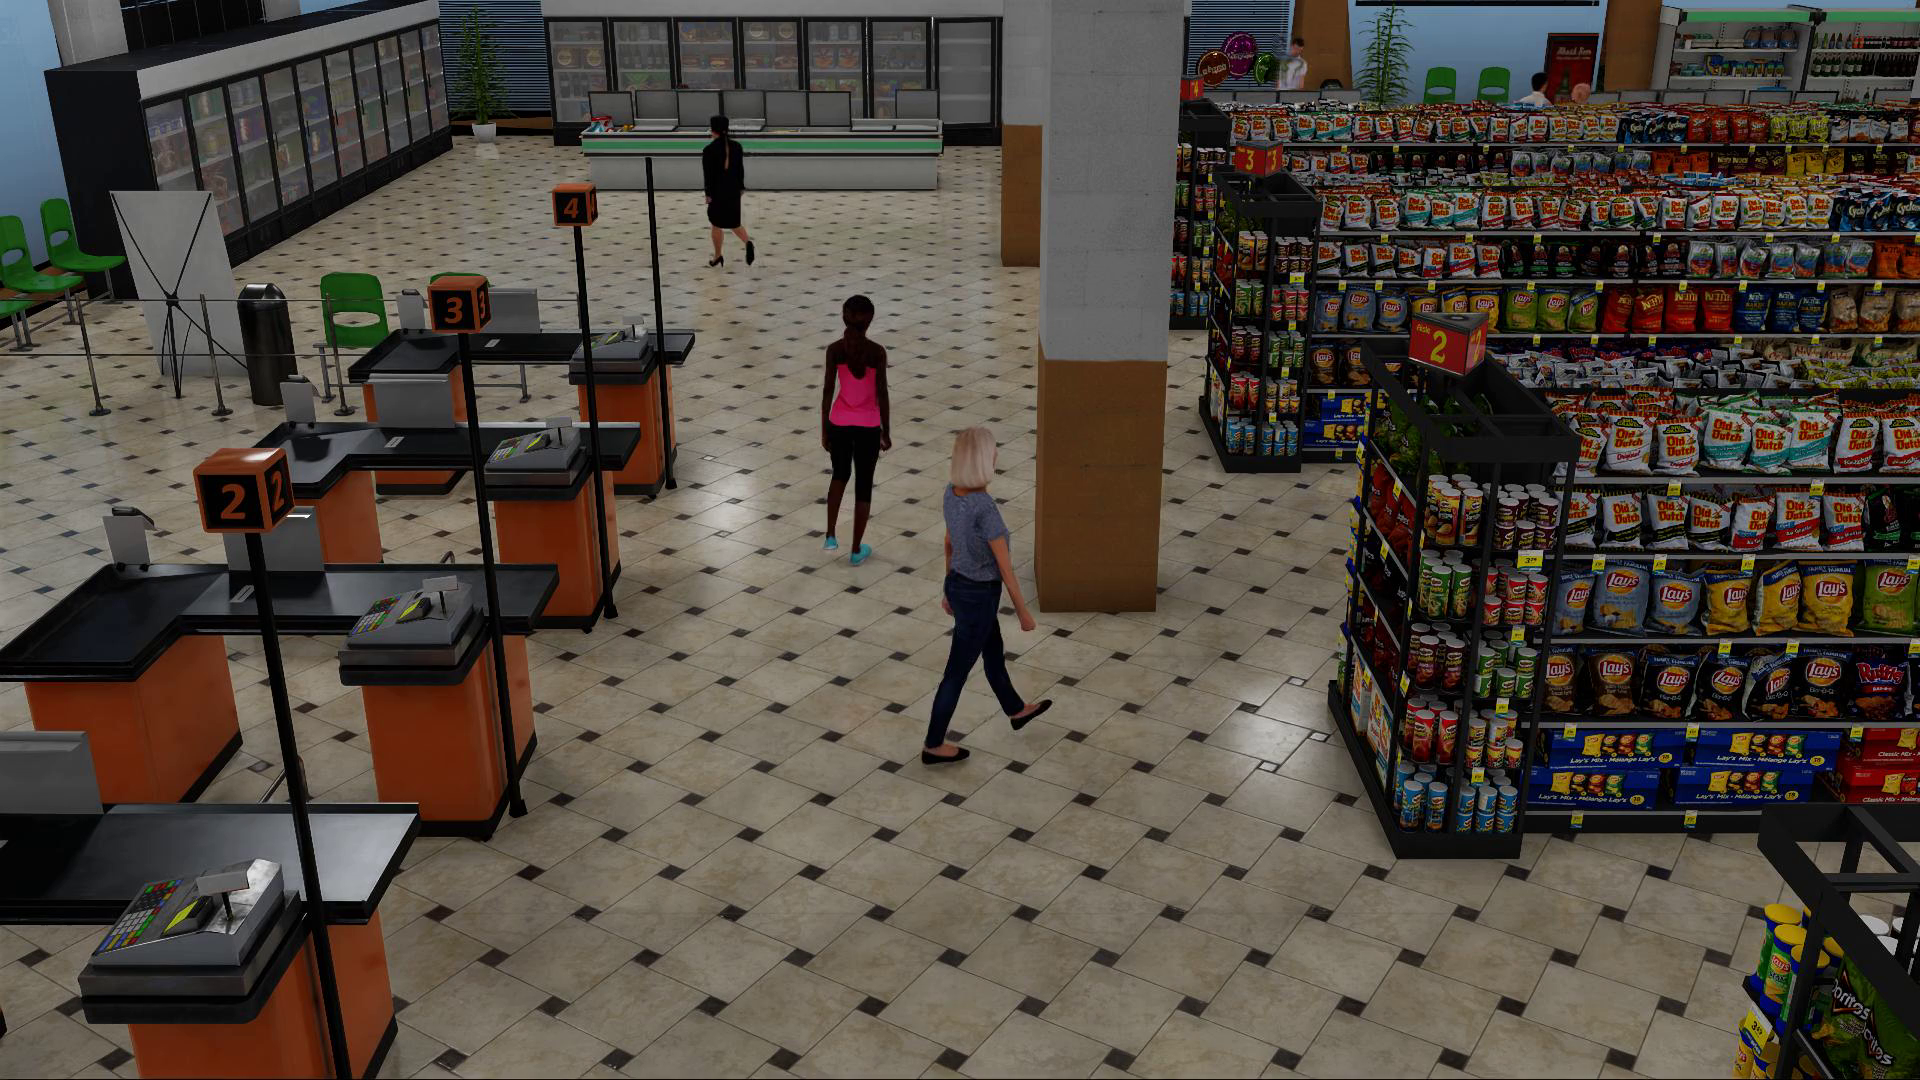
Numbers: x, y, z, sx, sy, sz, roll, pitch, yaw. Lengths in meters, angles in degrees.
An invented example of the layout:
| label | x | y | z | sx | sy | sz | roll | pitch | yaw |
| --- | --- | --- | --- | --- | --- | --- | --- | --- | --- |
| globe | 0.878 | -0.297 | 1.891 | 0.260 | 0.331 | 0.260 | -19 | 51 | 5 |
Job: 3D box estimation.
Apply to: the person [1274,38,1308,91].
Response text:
| label | x | y | z | sx | sy | sz | roll | pitch | yaw |
| --- | --- | --- | --- | --- | --- | --- | --- | --- | --- |
| person | 4.947 | -6.695 | 25.257 | 0.911 | 1.823 | 0.889 | -11 | 24 | -25 |

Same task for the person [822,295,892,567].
| label | x | y | z | sx | sy | sz | roll | pitch | yaw |
| --- | --- | --- | --- | --- | --- | --- | --- | --- | --- |
| person | -0.669 | -0.647 | 10.360 | 0.653 | 1.707 | 0.700 | 5 | 22 | 13 |

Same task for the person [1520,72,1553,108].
| label | x | y | z | sx | sy | sz | roll | pitch | yaw |
| --- | --- | --- | --- | --- | --- | --- | --- | --- | --- |
| person | 7.205 | -4.963 | 20.963 | 0.748 | 1.810 | 0.749 | -13 | 25 | -29 |

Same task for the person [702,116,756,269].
| label | x | y | z | sx | sy | sz | roll | pitch | yaw |
| --- | --- | --- | --- | --- | --- | --- | --- | --- | --- |
| person | -2.535 | -3.759 | 18.178 | 1.046 | 1.654 | 1.102 | -20 | 29 | -41 |

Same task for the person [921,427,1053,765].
| label | x | y | z | sx | sy | sz | roll | pitch | yaw |
| --- | --- | --- | --- | --- | --- | --- | --- | --- | --- |
| person | -0.013 | 0.317 | 7.990 | 1.111 | 1.687 | 0.894 | -10 | 24 | -23 |
